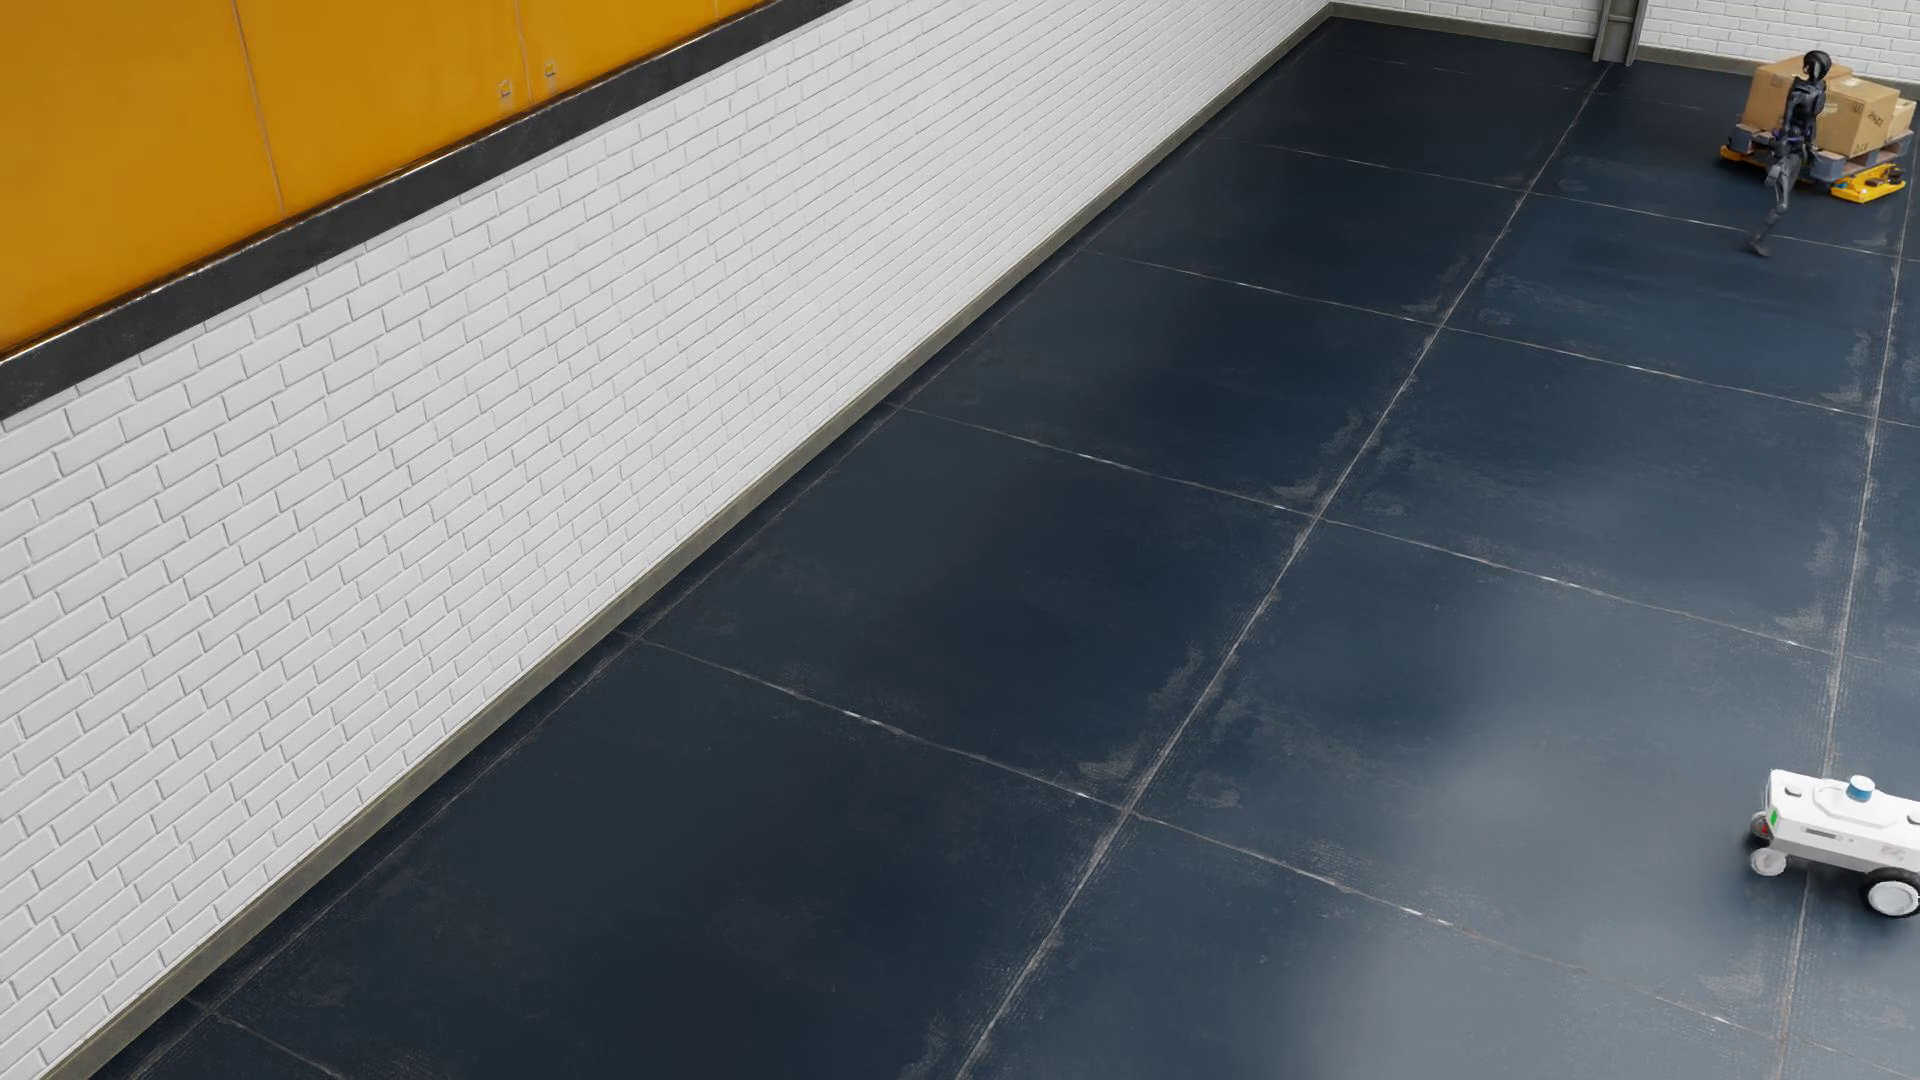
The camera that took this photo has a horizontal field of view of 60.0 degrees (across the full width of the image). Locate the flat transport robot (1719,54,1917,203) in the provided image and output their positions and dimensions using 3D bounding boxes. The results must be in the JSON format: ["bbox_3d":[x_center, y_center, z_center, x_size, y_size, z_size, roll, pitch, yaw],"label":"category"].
[{"bbox_3d":[7.718,-3.416,15.060,0.659,0.231,1.431,-21,39,-28],"label":"flat transport robot"}]

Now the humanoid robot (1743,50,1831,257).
[{"bbox_3d":[6.670,-3.107,13.341,0.610,1.653,0.312,-25,41,-33],"label":"humanoid robot"}]

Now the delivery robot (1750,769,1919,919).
[{"bbox_3d":[4.099,1.344,7.711,0.767,0.583,0.499,13,36,18],"label":"delivery robot"}]
